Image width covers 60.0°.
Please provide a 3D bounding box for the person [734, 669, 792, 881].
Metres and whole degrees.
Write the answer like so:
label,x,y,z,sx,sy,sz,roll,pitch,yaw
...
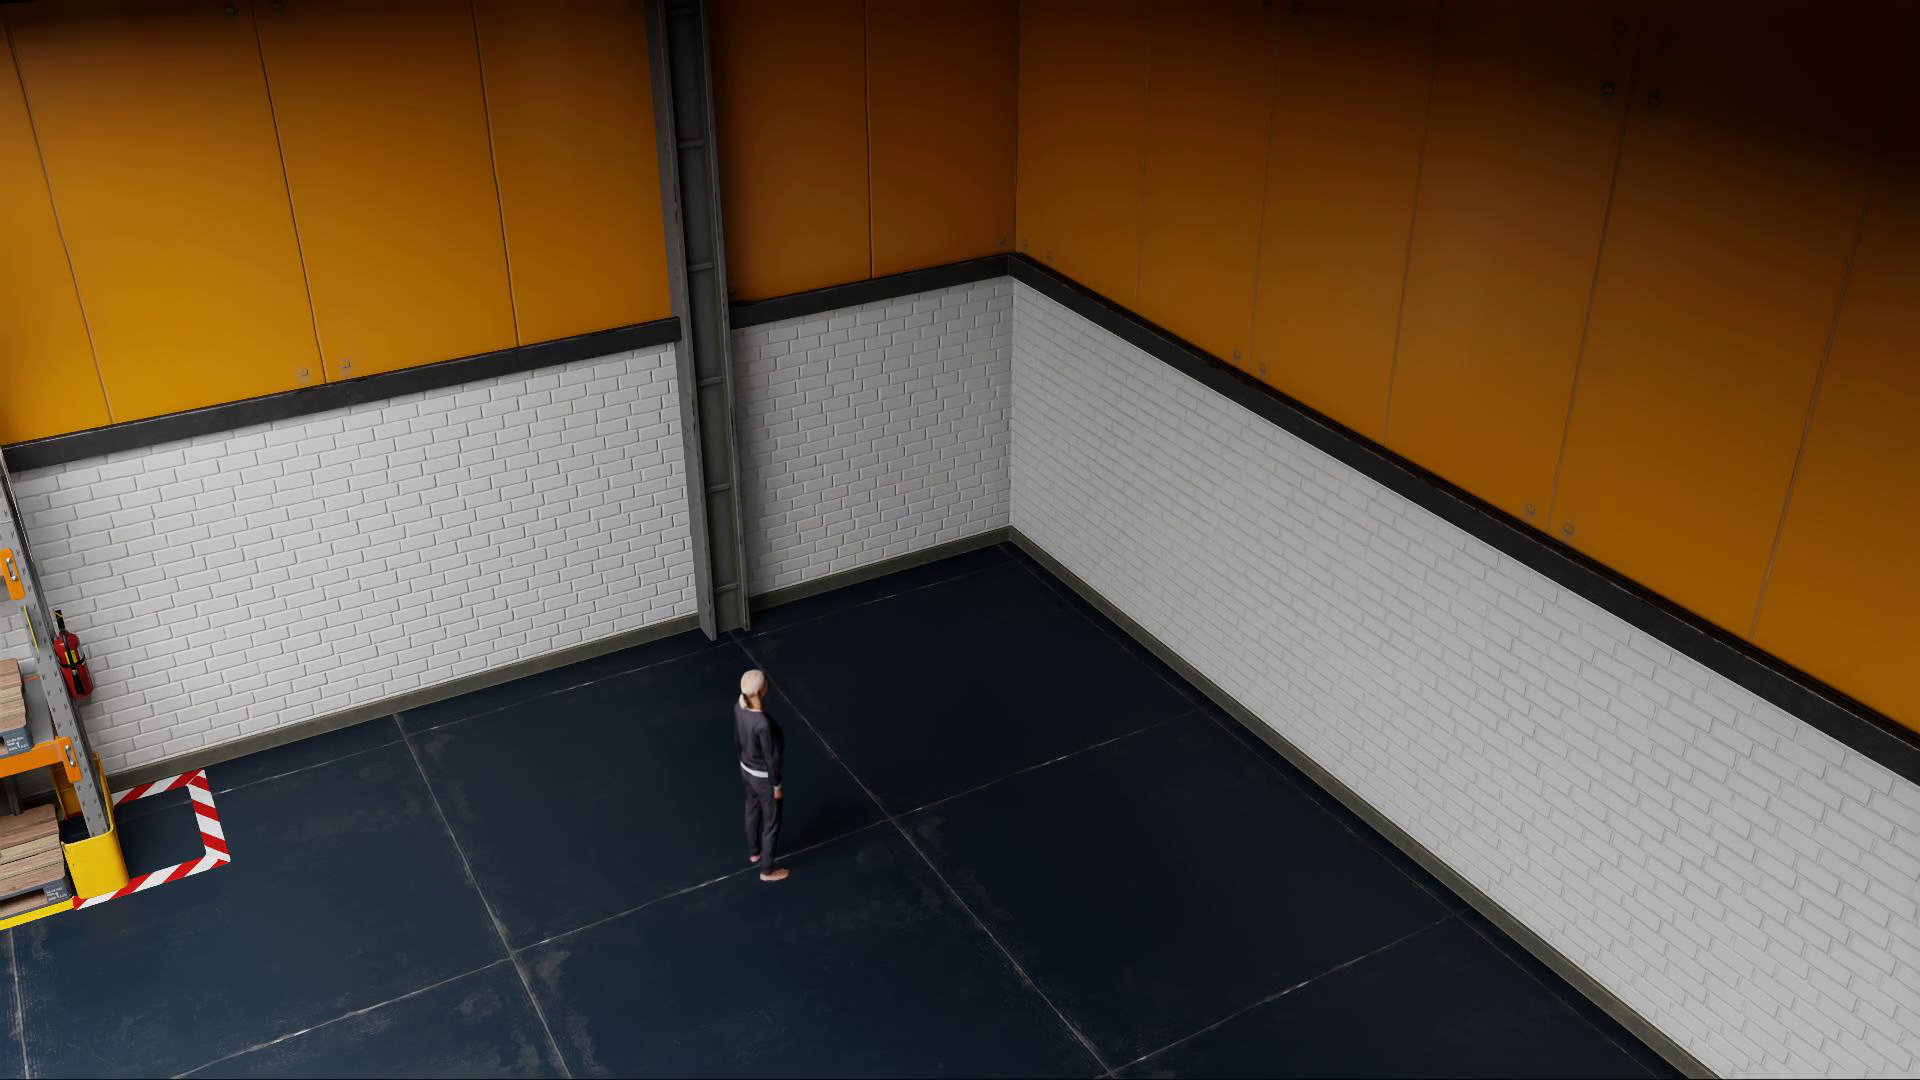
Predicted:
label,x,y,z,sx,sy,sz,roll,pitch,yaw
person,-1.450,1.665,12.007,0.604,1.737,0.659,-22,36,-35
